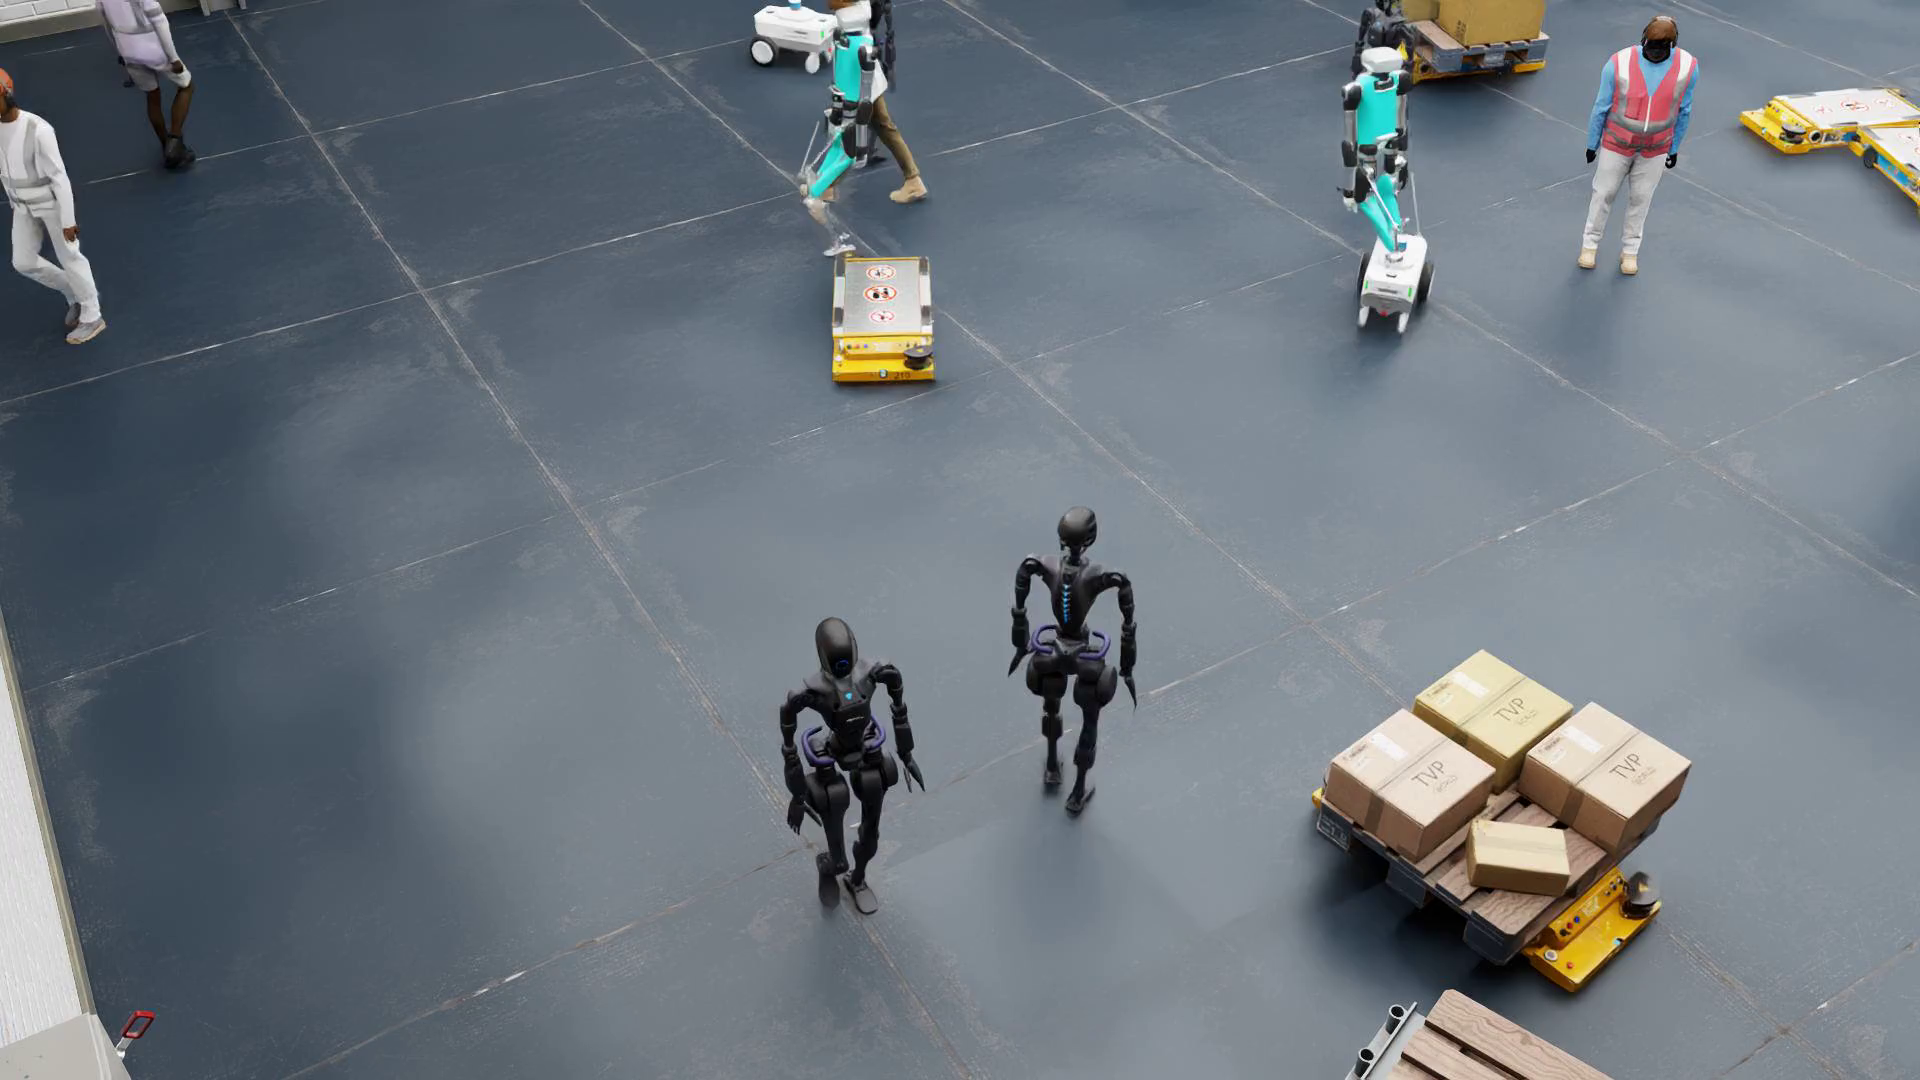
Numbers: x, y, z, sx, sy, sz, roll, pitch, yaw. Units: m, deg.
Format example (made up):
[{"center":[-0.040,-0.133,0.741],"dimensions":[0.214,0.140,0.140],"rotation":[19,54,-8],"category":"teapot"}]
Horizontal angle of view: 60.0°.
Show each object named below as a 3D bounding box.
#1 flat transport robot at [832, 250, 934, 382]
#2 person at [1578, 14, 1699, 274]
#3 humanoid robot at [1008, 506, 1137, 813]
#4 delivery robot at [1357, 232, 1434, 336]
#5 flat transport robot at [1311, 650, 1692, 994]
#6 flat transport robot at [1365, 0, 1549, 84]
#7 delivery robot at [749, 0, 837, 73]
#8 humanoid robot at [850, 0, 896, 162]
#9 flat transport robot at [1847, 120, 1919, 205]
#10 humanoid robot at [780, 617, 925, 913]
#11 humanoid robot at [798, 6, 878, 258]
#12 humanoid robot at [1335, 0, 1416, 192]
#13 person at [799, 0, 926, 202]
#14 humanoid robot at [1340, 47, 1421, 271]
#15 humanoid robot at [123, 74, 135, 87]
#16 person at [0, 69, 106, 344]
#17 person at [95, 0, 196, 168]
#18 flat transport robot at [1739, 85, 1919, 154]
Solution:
[{"center":[-0.521,-1.527,11.218],"dimensions":[0.659,0.231,1.431],"rotation":[-1,38,-2],"category":"flat transport robot"},{"center":[4.646,-2.727,11.481],"dimensions":[0.633,1.830,0.429],"rotation":[8,39,10],"category":"person"},{"center":[0.510,0.531,7.476],"dimensions":[0.611,1.647,0.354],"rotation":[10,40,13],"category":"humanoid robot"},{"center":[2.958,-1.799,11.337],"dimensions":[0.499,0.601,0.775],"rotation":[13,40,15],"category":"delivery robot"},{"center":[2.364,1.386,7.542],"dimensions":[0.659,0.231,1.431],"rotation":[-28,46,-31],"category":"flat transport robot"},{"center":[4.383,-4.303,14.721],"dimensions":[1.431,0.231,0.659],"rotation":[-9,39,-11],"category":"flat transport robot"},{"center":[-1.480,-4.479,14.727],"dimensions":[0.784,0.613,0.523],"rotation":[14,41,17],"category":"delivery robot"},{"center":[-0.732,-3.747,12.891],"dimensions":[0.590,1.635,0.385],"rotation":[32,48,34],"category":"humanoid robot"},{"center":[7.542,-2.875,12.919],"dimensions":[0.659,0.231,1.431],"rotation":[-3,38,-4],"category":"flat transport robot"},{"center":[-0.451,0.959,6.948],"dimensions":[0.609,1.654,0.353],"rotation":[-17,41,-20],"category":"humanoid robot"},{"center":[-0.934,-2.786,11.634],"dimensions":[0.757,1.777,0.544],"rotation":[-18,42,-21],"category":"humanoid robot"},{"center":[3.217,-3.459,12.579],"dimensions":[0.833,1.610,0.608],"rotation":[-24,44,-27],"category":"humanoid robot"},{"center":[-0.716,-3.286,12.281],"dimensions":[0.983,1.702,0.548],"rotation":[5,39,6],"category":"person"},{"center":[2.850,-2.279,11.036],"dimensions":[0.531,1.832,0.784],"rotation":[-20,43,-24],"category":"humanoid robot"},{"center":[-7.096,-4.671,14.055],"dimensions":[0.439,1.636,0.585],"rotation":[-21,43,-24],"category":"humanoid robot"},{"center":[-5.913,-2.114,10.669],"dimensions":[0.610,1.871,0.432],"rotation":[14,40,17],"category":"person"},{"center":[-6.213,-3.754,12.697],"dimensions":[0.571,1.918,0.415],"rotation":[7,39,9],"category":"person"},{"center":[7.234,-3.445,13.638],"dimensions":[1.431,0.231,0.659],"rotation":[-8,39,-10],"category":"flat transport robot"}]
